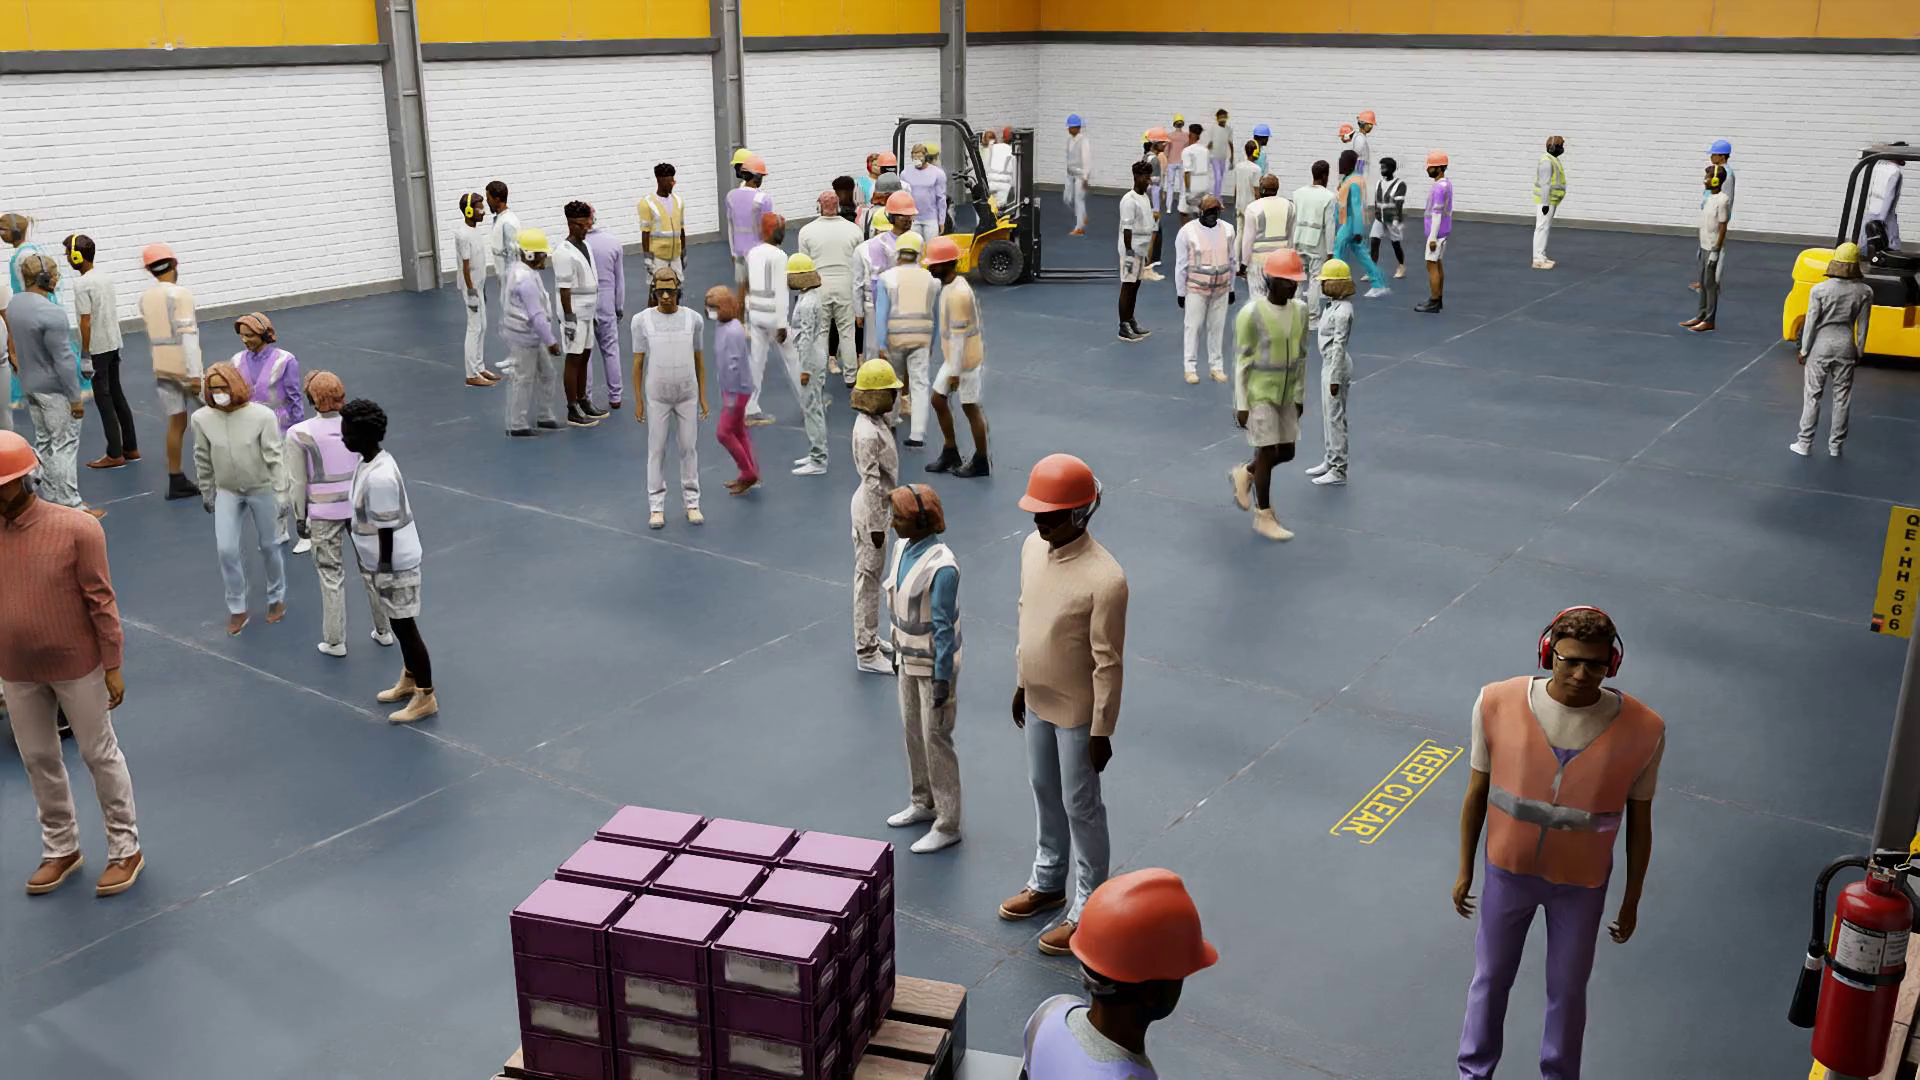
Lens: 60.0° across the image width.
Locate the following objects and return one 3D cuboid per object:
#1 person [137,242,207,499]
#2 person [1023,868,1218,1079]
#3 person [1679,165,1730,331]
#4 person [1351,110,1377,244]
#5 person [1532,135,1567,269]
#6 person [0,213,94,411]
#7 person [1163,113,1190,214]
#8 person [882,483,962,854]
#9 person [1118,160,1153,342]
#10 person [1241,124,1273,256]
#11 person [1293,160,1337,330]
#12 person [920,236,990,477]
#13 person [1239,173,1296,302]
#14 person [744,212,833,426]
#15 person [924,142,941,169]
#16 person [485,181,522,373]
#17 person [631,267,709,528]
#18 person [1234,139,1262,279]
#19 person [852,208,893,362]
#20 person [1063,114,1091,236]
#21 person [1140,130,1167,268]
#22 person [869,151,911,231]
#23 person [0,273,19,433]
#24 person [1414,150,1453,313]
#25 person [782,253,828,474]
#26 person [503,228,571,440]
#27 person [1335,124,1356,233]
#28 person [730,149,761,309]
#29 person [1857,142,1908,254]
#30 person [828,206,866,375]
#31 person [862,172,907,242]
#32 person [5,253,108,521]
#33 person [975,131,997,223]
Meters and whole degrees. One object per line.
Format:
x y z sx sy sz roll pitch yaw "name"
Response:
-5.837 -1.288 12.551 0.632 1.872 0.776 7 19 20 "person"
0.332 1.578 3.510 0.386 1.929 0.543 -6 19 -19 "person"
8.495 -3.301 18.868 0.325 1.865 0.516 2 18 7 "person"
6.264 -5.666 25.993 0.392 2.033 0.605 2 18 7 "person"
8.333 -4.778 23.524 0.429 1.844 0.626 9 20 25 "person"
-8.460 -2.086 15.179 0.991 1.798 0.521 -9 20 -25 "person"
3.888 -6.713 29.719 0.523 1.761 0.348 4 18 11 "person"
-0.155 0.540 7.235 0.317 1.631 0.525 -9 20 -25 "person"
1.943 -3.198 18.385 0.374 1.962 0.608 8 19 23 "person"
4.351 -5.118 24.431 0.417 1.940 0.607 -2 18 -6 "person"
4.016 -3.357 18.971 0.390 1.911 0.589 -14 22 -36 "person"
-0.042 -1.393 12.844 0.627 1.898 0.548 -3 18 -11 "person"
3.328 -3.064 18.164 0.621 1.845 0.429 -7 19 -22 "person"
-1.583 -1.961 14.709 0.973 1.840 0.596 -15 23 -39 "person"
-0.387 -4.697 23.414 0.455 1.752 0.525 0 18 -1 "person"
-4.525 -2.643 16.730 0.398 1.915 0.588 -7 19 -20 "person"
-2.030 -0.999 11.697 0.515 1.843 0.326 -6 19 -17 "person"
3.896 -4.470 22.532 0.343 1.862 0.523 -11 21 -31 "person"
-0.694 -2.154 15.361 0.601 1.817 0.403 -8 19 -22 "person"
1.890 -5.871 26.797 0.512 1.925 0.648 -10 20 -29 "person"
2.690 -4.805 23.465 0.361 1.930 0.585 11 21 30 "person"
-0.848 -3.658 19.883 0.544 1.930 0.388 -10 20 -28 "person"
-7.502 -1.401 12.638 0.676 2.000 0.536 -15 23 -40 "person"
5.709 -3.709 20.048 0.386 1.929 0.550 8 19 23 "person"
-1.215 -1.386 13.093 0.327 1.732 0.490 -1 18 -2 "person"
-3.579 -1.730 14.065 0.656 1.797 0.595 -4 18 -13 "person"
6.291 -5.900 27.183 0.341 1.746 0.567 10 20 27 "person"
-2.588 -3.786 20.284 0.369 1.927 0.588 -4 18 -12 "person"
12.385 -4.376 22.237 0.991 1.866 0.592 2 18 5 "person"
-1.126 -2.491 16.627 0.536 1.686 0.322 -8 19 -23 "person"
-0.665 -2.563 16.274 0.536 2.000 0.673 -7 19 -20 "person"
-6.395 -1.048 11.724 0.634 1.930 0.384 12 21 34 "person"
0.473 -5.934 27.492 0.495 1.624 0.281 -9 20 -26 "person"
